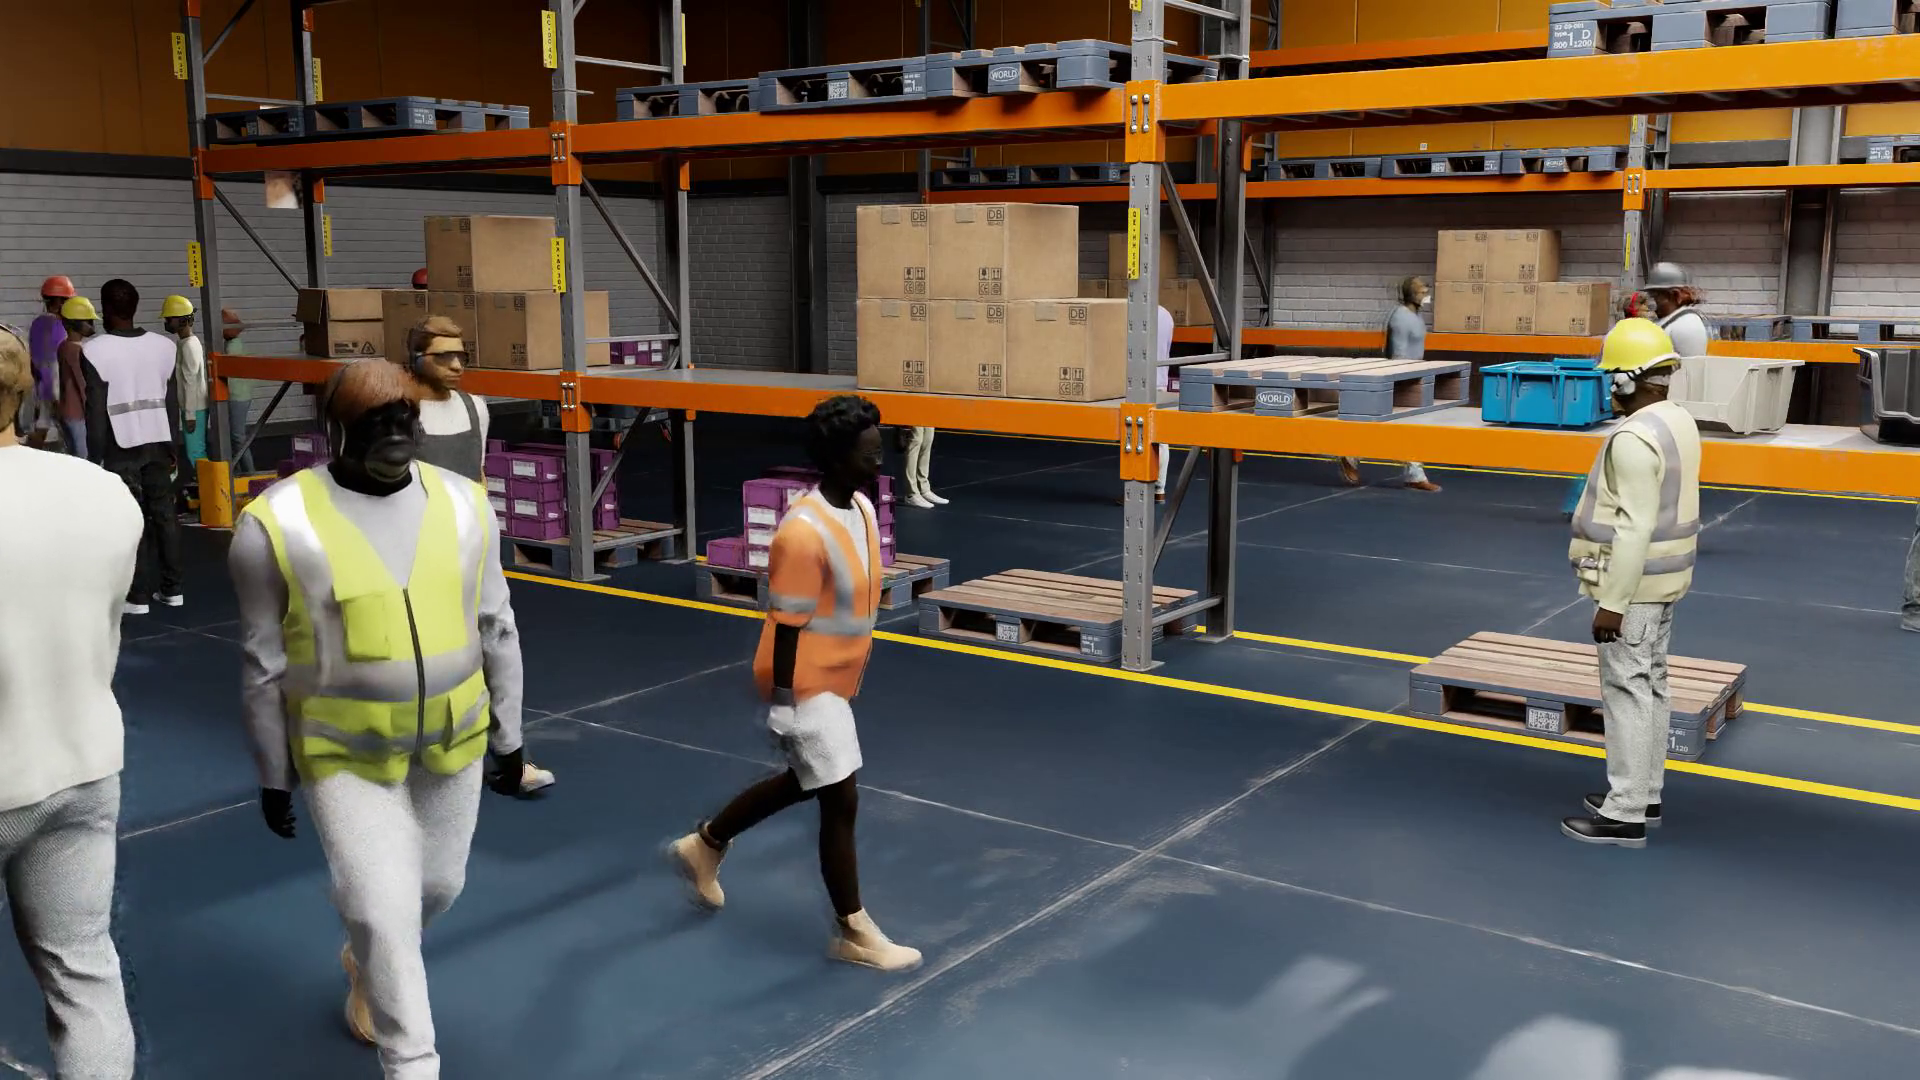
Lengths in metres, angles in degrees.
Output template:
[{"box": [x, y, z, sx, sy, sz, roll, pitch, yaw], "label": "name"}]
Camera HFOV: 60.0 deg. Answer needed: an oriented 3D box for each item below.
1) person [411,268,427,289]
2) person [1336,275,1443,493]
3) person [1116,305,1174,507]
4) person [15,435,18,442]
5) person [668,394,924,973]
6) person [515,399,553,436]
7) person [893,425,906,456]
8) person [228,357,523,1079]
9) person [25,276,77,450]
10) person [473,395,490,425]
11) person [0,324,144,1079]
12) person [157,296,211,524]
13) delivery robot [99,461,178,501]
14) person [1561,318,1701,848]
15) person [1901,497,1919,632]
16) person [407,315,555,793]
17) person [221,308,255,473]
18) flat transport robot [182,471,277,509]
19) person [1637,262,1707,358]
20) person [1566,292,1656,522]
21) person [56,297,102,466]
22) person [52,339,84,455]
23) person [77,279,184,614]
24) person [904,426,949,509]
[{"box": [-6.002, -2.071, 18.681, 0.548, 1.937, 0.379, 7, 12, 35], "label": "person"}, {"box": [3.800, -1.368, 14.601, 0.852, 1.914, 0.638, 5, 11, 29], "label": "person"}, {"box": [1.508, -1.227, 13.664, 0.378, 1.937, 0.628, 8, 12, 39], "label": "person"}, {"box": [-4.202, -0.121, 6.847, 0.615, 2.020, 0.879, -7, 12, -35], "label": "person"}, {"box": [-0.504, 0.395, 4.816, 0.804, 1.661, 0.543, 3, 10, 16], "label": "person"}, {"box": [-4.799, -2.083, 19.166, 0.827, 1.796, 0.648, 3, 10, 18], "label": "person"}, {"box": [-0.771, -1.862, 17.431, 0.607, 1.945, 0.697, -5, 11, -29], "label": "person"}, {"box": [-1.364, 0.469, 3.943, 0.631, 1.815, 0.860, -8, 12, -39], "label": "person"}, {"box": [-7.527, -1.265, 14.016, 0.556, 1.878, 0.995, 7, 12, 34], "label": "person"}, {"box": [-4.506, -1.471, 15.324, 0.415, 1.867, 0.609, -2, 10, -10], "label": "person"}, {"box": [-2.017, 0.507, 3.426, 0.821, 1.901, 0.636, 6, 11, 30], "label": "person"}, {"box": [-5.962, -1.000, 12.853, 0.340, 1.760, 0.530, -4, 10, -23], "label": "person"}, {"box": [-6.625, -0.513, 13.230, 0.707, 0.478, 0.477, -6, 11, -32], "label": "delivery robot"}, {"box": [2.329, 0.148, 5.787, 0.404, 1.826, 0.600, 7, 12, 36], "label": "person"}, {"box": [5.400, -0.357, 9.049, 0.492, 1.742, 0.321, -9, 13, -43], "label": "person"}, {"box": [-1.863, 0.083, 6.201, 0.837, 1.814, 0.547, 8, 12, 38], "label": "person"}, {"box": [-6.292, -1.187, 14.363, 0.331, 1.622, 0.525, -4, 10, -24], "label": "person"}, {"box": [-5.810, -0.453, 13.997, 1.431, 0.197, 0.652, -7, 12, -36], "label": "flat transport robot"}, {"box": [4.841, -0.923, 11.537, 0.538, 2.000, 0.701, 1, 10, 6], "label": "person"}, {"box": [5.034, -0.953, 12.443, 0.961, 1.791, 0.583, 7, 12, 35], "label": "person"}, {"box": [-6.319, -0.862, 12.006, 0.330, 1.767, 0.524, -8, 13, -41], "label": "person"}, {"box": [-7.951, -1.255, 14.726, 0.537, 1.622, 0.482, 3, 10, 19], "label": "person"}, {"box": [-4.749, -0.532, 9.569, 0.392, 1.920, 0.588, 5, 11, 27], "label": "person"}, {"box": [-0.282, -1.200, 13.694, 0.329, 1.872, 0.518, 5, 11, 26], "label": "person"}]
